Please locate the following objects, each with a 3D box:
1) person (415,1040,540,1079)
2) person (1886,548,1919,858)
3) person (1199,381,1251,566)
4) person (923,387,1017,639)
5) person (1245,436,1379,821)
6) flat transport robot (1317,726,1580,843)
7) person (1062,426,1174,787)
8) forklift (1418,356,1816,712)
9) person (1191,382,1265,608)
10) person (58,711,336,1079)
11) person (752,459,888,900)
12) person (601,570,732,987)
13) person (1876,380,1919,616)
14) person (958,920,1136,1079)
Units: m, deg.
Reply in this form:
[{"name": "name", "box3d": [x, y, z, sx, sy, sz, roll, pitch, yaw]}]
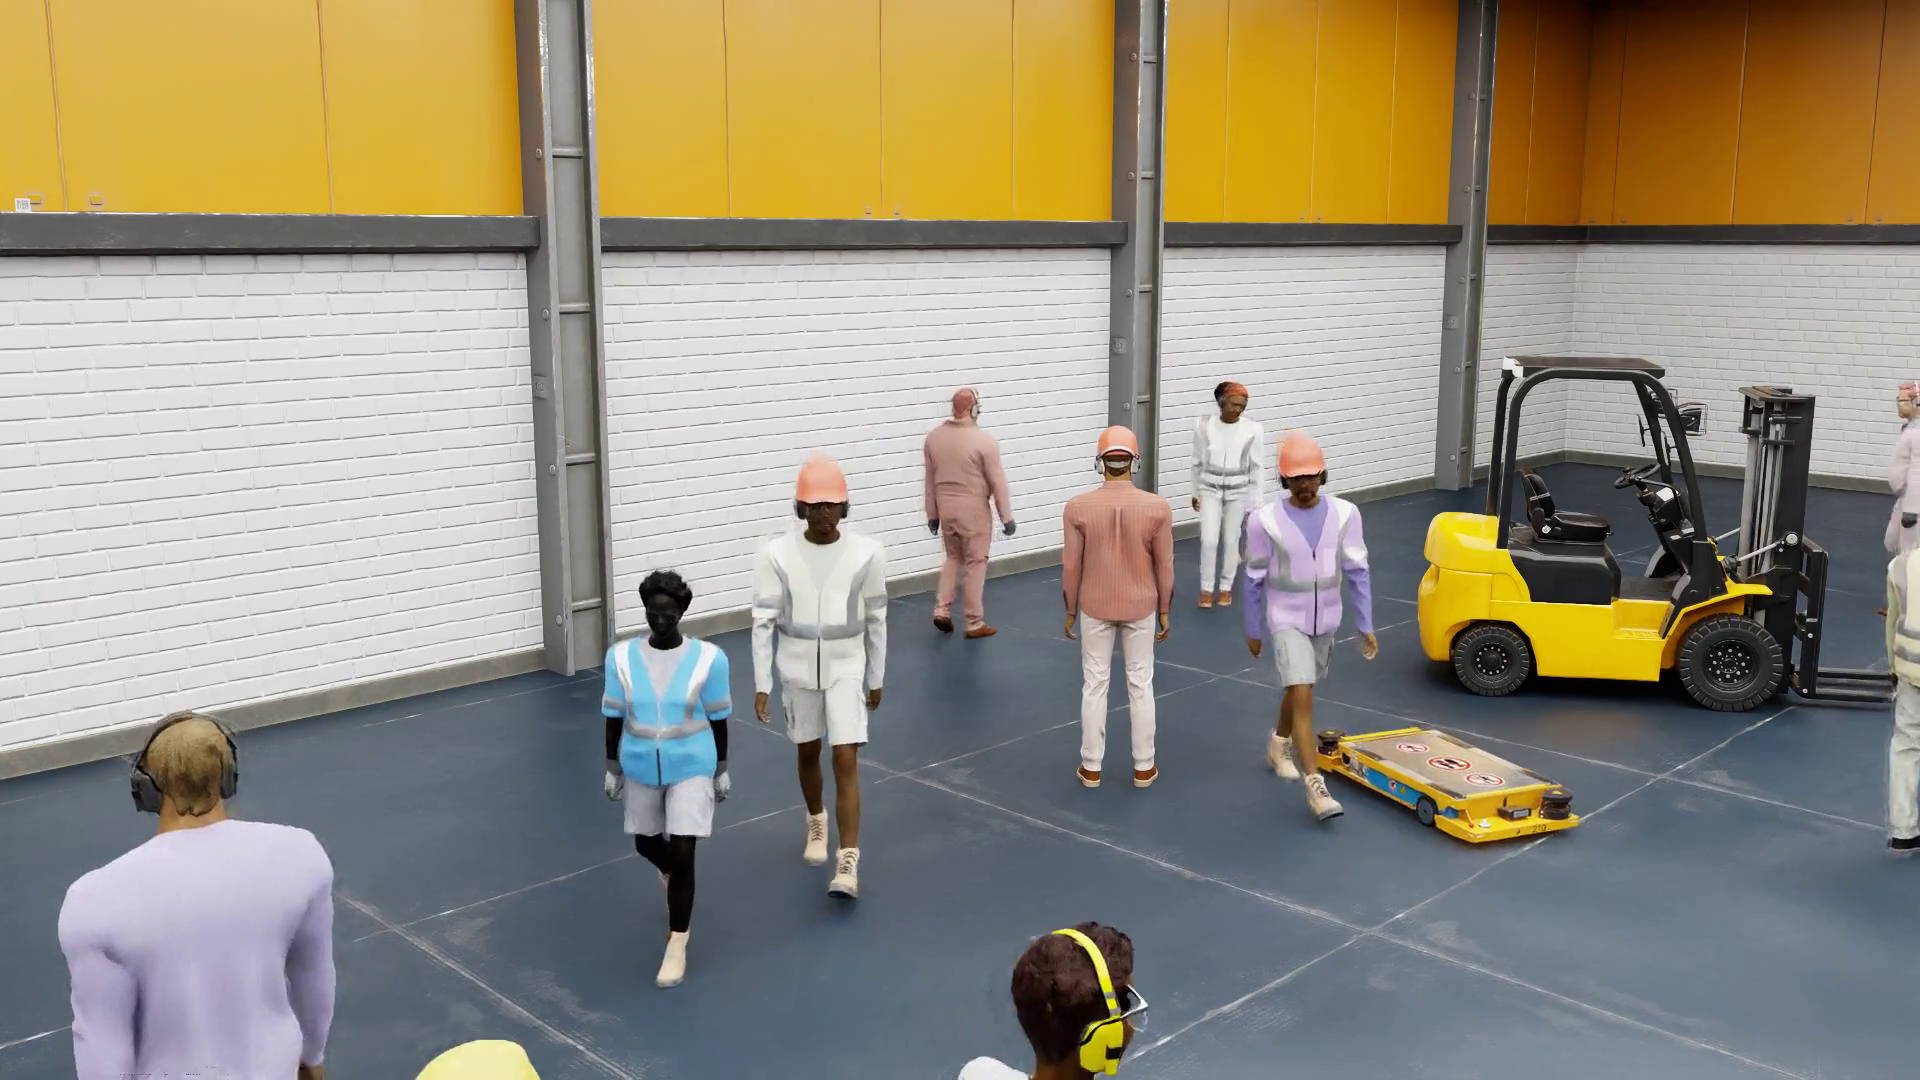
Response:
[{"name": "person", "box3d": [-0.725, 1.657, 2.752, 0.879, 1.719, 0.531, 0, 10, 0]}, {"name": "person", "box3d": [4.849, 0.637, 8.094, 0.759, 1.804, 0.627, -6, 12, -31]}, {"name": "person", "box3d": [2.408, -0.600, 15.180, 0.530, 1.689, 0.321, 4, 11, 20]}, {"name": "person", "box3d": [0.060, -0.191, 12.381, 0.671, 1.897, 0.429, 8, 13, 39]}, {"name": "person", "box3d": [1.824, 0.428, 8.799, 0.617, 1.977, 1.108, -2, 11, -11]}, {"name": "flat transport robot", "box3d": [2.550, 1.263, 8.886, 0.652, 0.197, 1.431, -4, 11, -21]}, {"name": "person", "box3d": [0.858, 0.370, 9.068, 0.608, 1.989, 0.387, 1, 10, 3]}, {"name": "forklift", "box3d": [4.276, -0.101, 11.076, 2.313, 2.155, 1.214, 2, 11, 13]}, {"name": "person", "box3d": [2.150, -0.355, 13.391, 0.595, 1.845, 0.646, 2, 11, 12]}, {"name": "person", "box3d": [-1.801, 1.343, 4.053, 0.636, 1.899, 0.987, -9, 14, -41]}, {"name": "person", "box3d": [-0.640, 0.634, 7.613, 0.619, 1.992, 1.051, 0, 10, -1]}, {"name": "person", "box3d": [-1.198, 0.921, 6.909, 0.532, 1.672, 0.731, 1, 10, 5]}, {"name": "person", "box3d": [7.518, -0.310, 13.054, 0.452, 1.884, 0.654, 5, 11, 24]}, {"name": "person", "box3d": [0.109, 1.569, 2.986, 0.940, 1.831, 0.507, -9, 14, -40]}]
